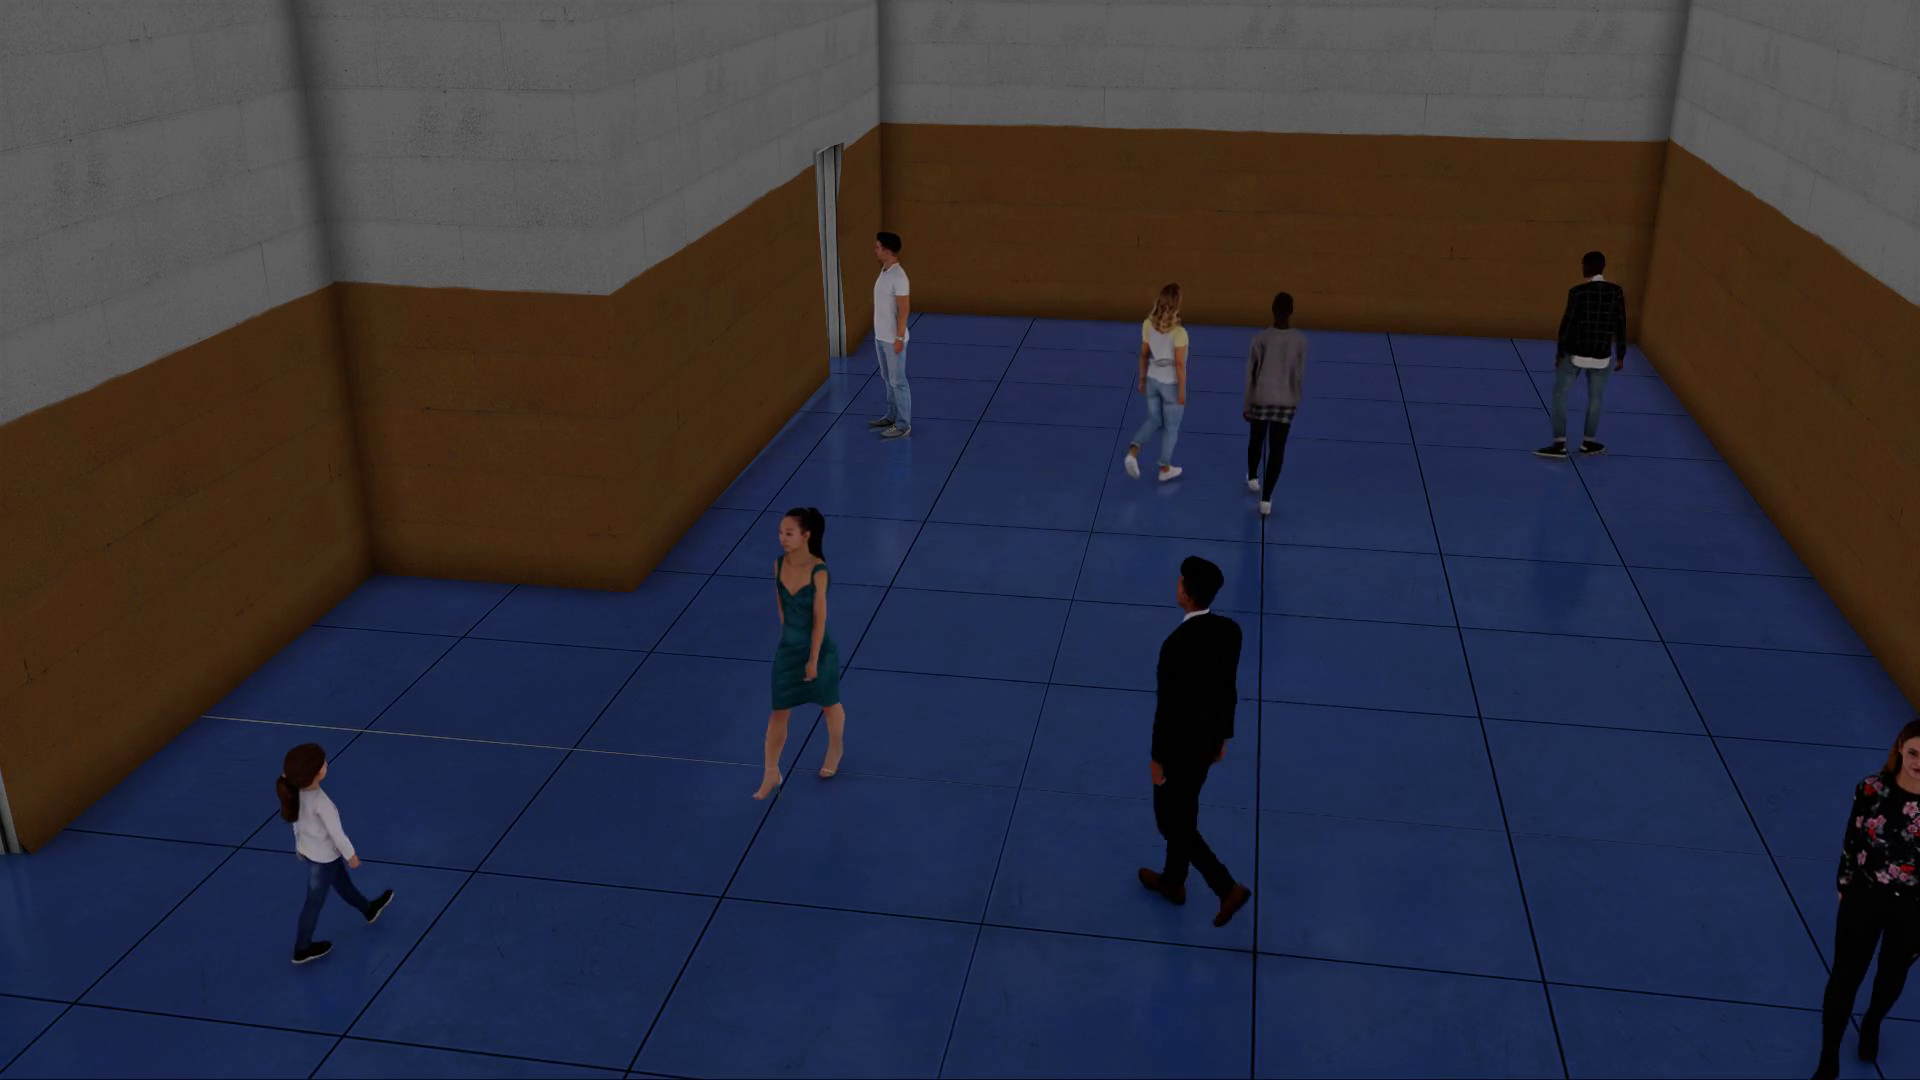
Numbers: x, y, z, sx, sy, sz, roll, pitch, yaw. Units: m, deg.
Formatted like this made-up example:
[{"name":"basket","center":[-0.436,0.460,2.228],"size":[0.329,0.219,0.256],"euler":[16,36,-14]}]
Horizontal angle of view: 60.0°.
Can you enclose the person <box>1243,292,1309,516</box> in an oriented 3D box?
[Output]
[{"name":"person","center":[2.497,-1.048,13.176],"size":[0.938,1.742,0.700],"euler":[2,22,6]}]

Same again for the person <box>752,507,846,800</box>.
[{"name":"person","center":[-0.782,0.601,9.187],"size":[0.930,1.657,0.823],"euler":[13,25,29]}]

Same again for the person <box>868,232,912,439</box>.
[{"name":"person","center":[-0.614,-1.863,15.046],"size":[0.733,1.861,0.751],"euler":[-7,23,-18]}]

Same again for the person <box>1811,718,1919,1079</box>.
[{"name":"person","center":[3.930,1.481,6.999],"size":[0.902,1.655,0.852],"euler":[13,25,28]}]

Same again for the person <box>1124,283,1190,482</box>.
[{"name":"person","center":[1.632,-1.252,13.710],"size":[0.992,1.708,0.976],"euler":[-19,29,-39]}]

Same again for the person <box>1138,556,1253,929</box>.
[{"name":"person","center":[1.160,0.993,7.925],"size":[1.021,1.870,1.126],"euler":[-19,29,-40]}]

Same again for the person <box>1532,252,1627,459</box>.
[{"name":"person","center":[5.490,-1.593,14.451],"size":[0.685,1.803,1.001],"euler":[7,23,16]}]

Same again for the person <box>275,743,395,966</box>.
[{"name":"person","center":[-3.044,1.475,7.784],"size":[0.783,1.080,0.771],"euler":[19,29,40]}]
